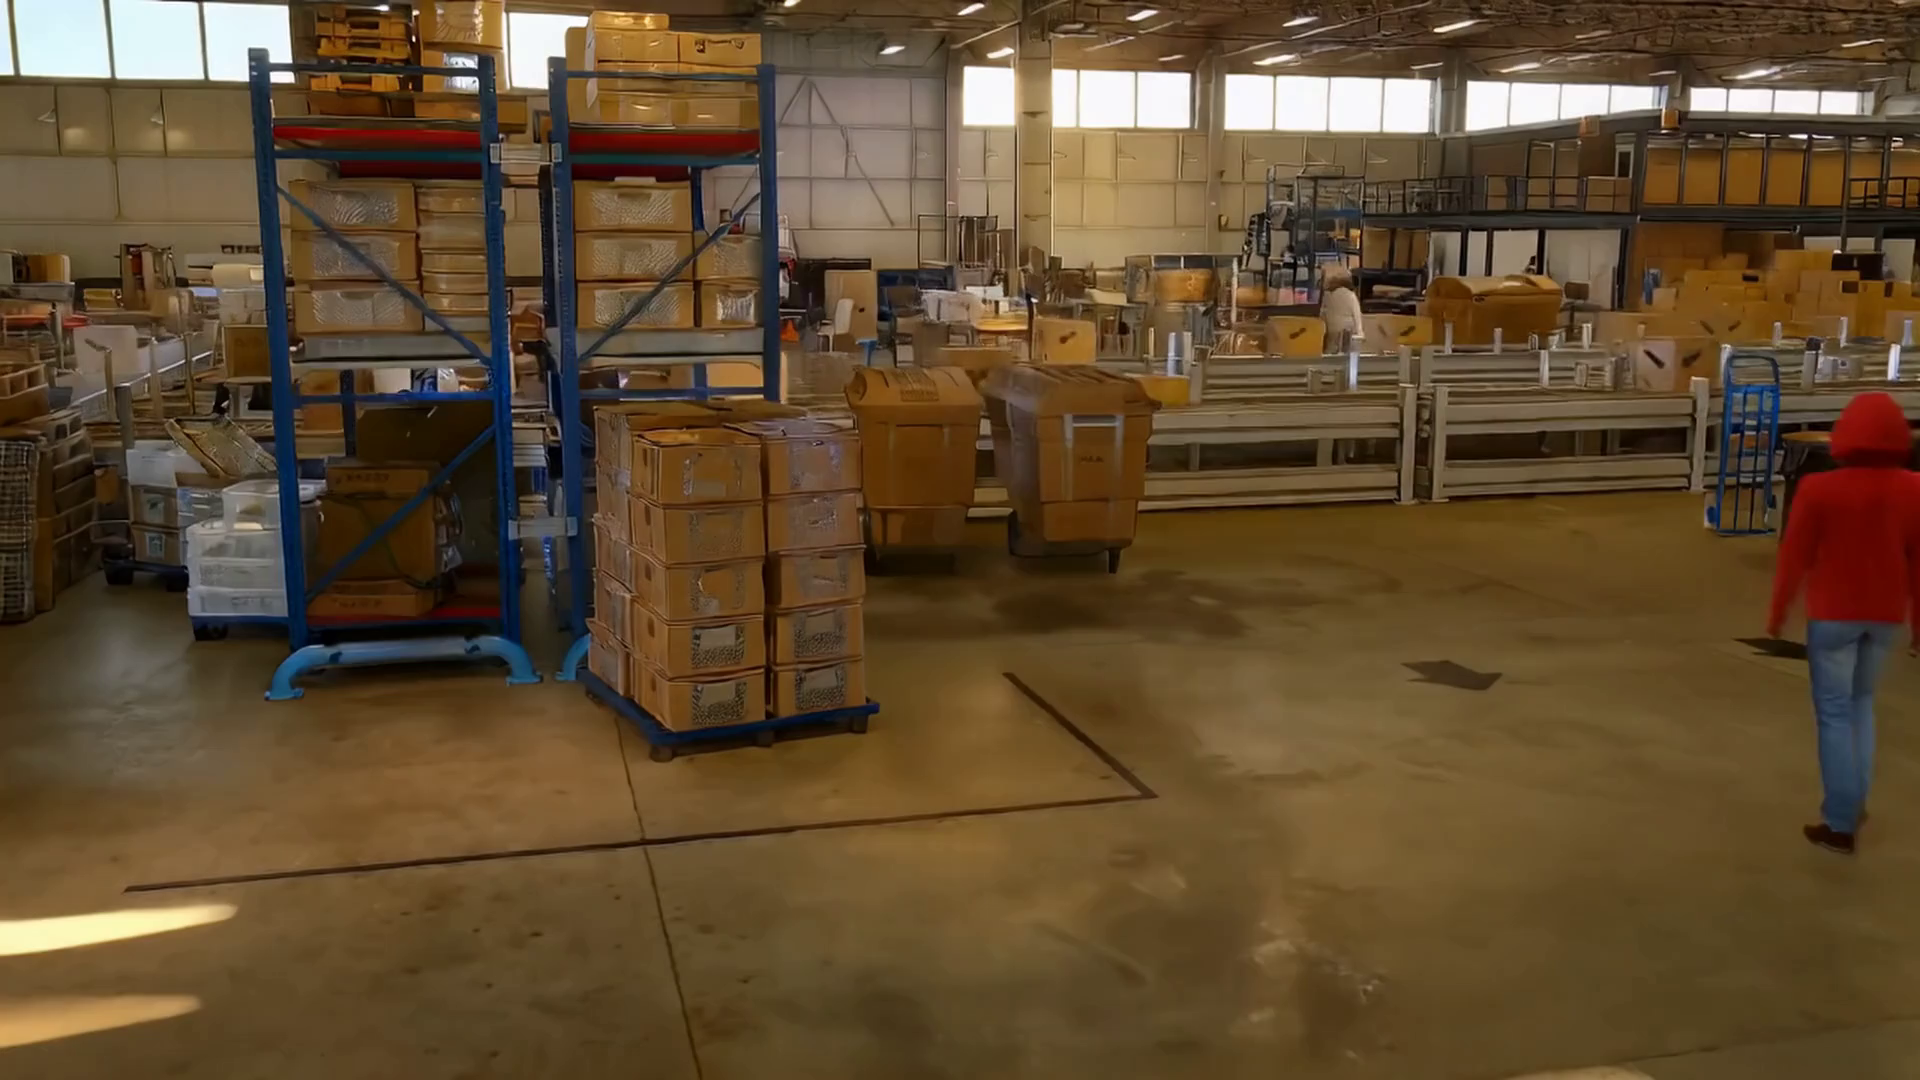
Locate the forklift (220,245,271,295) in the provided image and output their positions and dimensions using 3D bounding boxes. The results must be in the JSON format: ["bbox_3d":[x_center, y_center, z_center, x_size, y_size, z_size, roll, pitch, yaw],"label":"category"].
[{"bbox_3d":[-17.749,-6.334,41.440,1.157,1.987,2.680,-3,10,-17],"label":"forklift"}]

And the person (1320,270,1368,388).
[{"bbox_3d":[5.757,-3.168,25.033,0.977,1.779,0.591,-4,11,-19],"label":"person"}]

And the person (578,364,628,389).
[{"bbox_3d":[-5.409,-3.116,24.542,1.029,1.842,0.641,-2,10,-10],"label":"person"}]

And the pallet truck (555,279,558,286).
[{"bbox_3d":[-10.604,-6.375,44.520,0.653,1.274,1.630,-3,10,-15],"label":"pallet truck"}]

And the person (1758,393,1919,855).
[{"bbox_3d":[3.157,0.284,5.939,0.512,1.614,0.586,0,10,0],"label":"person"}]

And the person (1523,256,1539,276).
[{"bbox_3d":[17.995,-7.989,52.235,0.542,1.802,0.927,-4,11,-20],"label":"person"}]

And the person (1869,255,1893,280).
[{"bbox_3d":[24.424,-6.618,44.192,0.616,1.903,0.456,1,10,4],"label":"person"}]

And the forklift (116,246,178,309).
[{"bbox_3d":[-19.966,-6.232,40.894,1.157,1.987,2.680,-3,10,-15],"label":"forklift"}]
